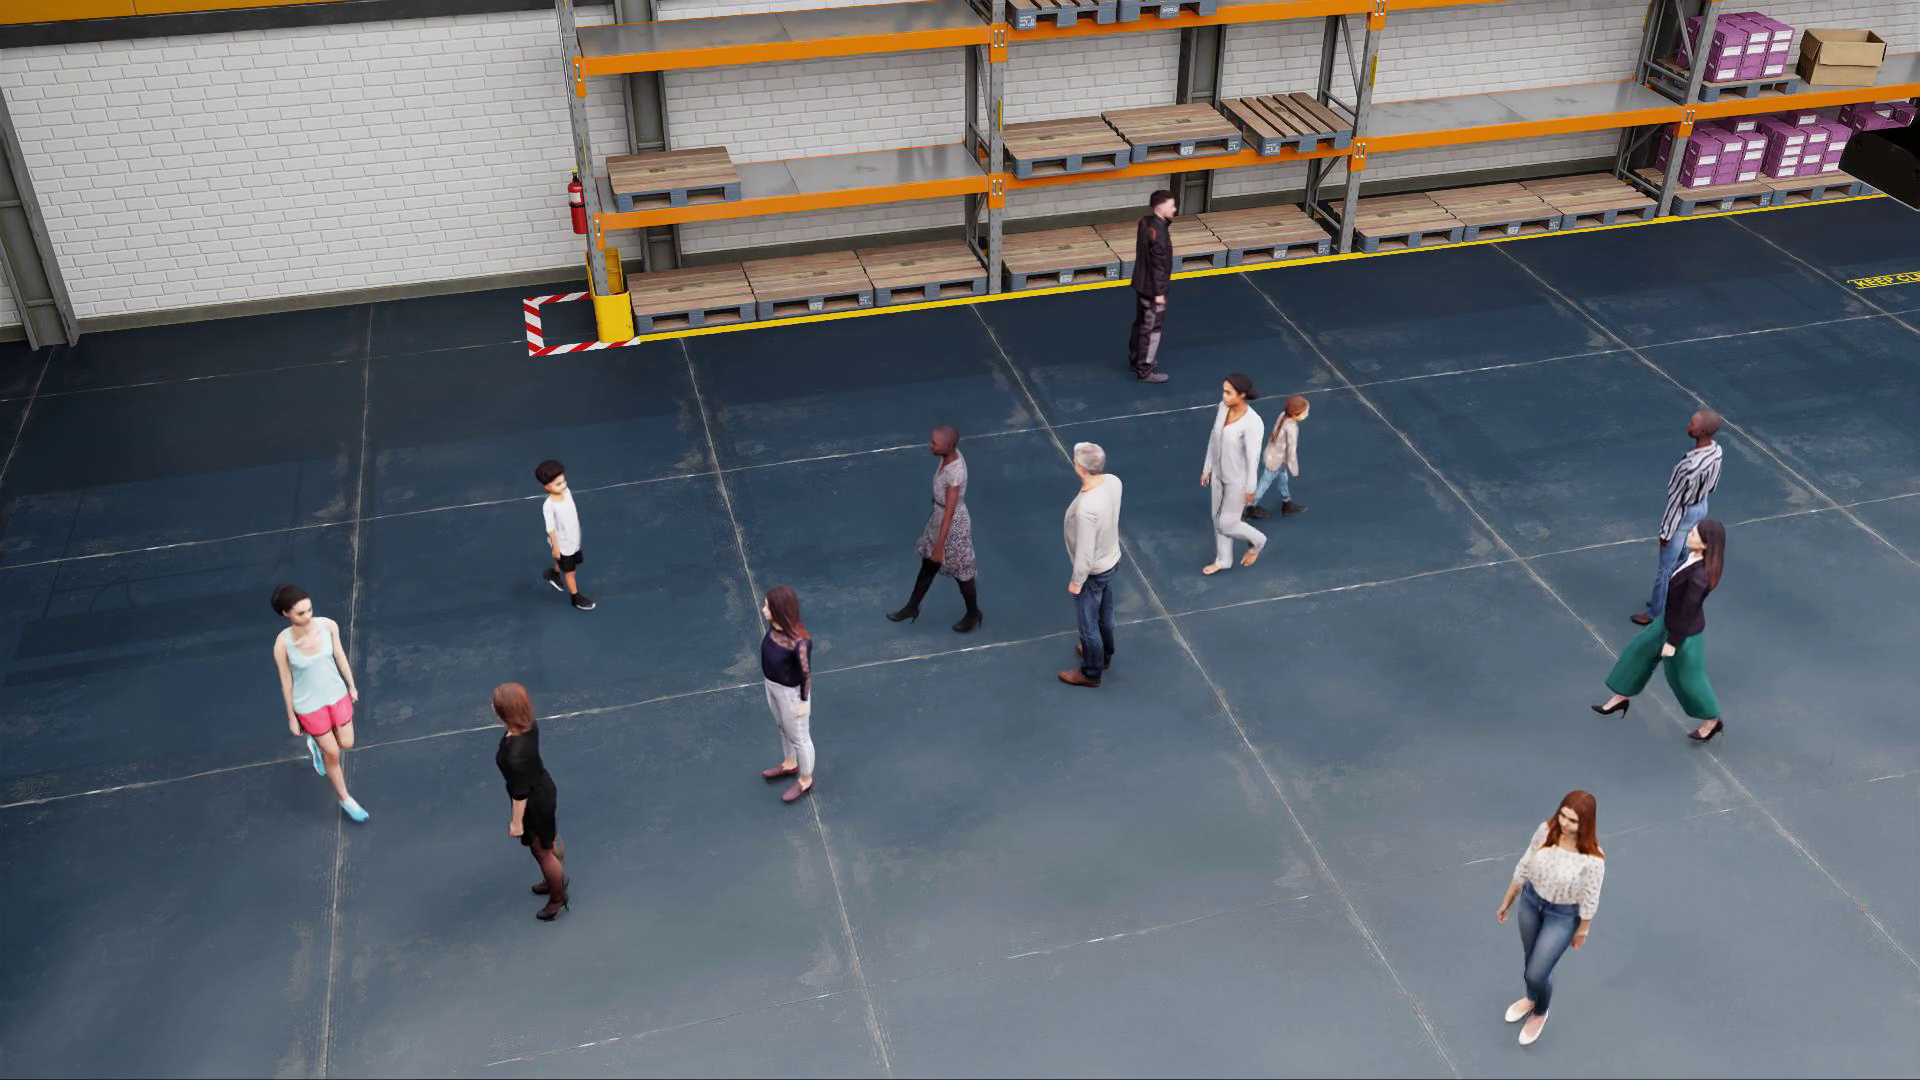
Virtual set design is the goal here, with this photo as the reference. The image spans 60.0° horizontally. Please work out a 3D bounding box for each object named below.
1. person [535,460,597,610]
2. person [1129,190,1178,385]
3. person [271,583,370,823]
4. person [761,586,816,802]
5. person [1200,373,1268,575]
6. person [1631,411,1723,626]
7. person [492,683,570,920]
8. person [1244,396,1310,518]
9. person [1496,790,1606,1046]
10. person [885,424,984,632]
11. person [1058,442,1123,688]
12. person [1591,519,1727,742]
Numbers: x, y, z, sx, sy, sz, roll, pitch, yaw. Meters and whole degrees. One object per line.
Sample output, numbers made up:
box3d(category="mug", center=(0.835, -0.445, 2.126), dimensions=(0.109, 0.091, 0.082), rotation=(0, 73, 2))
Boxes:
box3d(category="person", center=(-3.019, -0.057, 12.481), dimensions=(0.782, 1.251, 0.687), rotation=(11, 35, 15))
box3d(category="person", center=(1.781, -2.376, 15.427), dimensions=(0.625, 1.852, 0.732), rotation=(-6, 34, -8))
box3d(category="person", center=(-4.064, 0.987, 10.465), dimensions=(0.957, 1.744, 0.971), rotation=(29, 43, 36))
box3d(category="person", center=(-1.112, 0.968, 10.617), dimensions=(0.613, 1.607, 0.656), rotation=(-19, 38, -26))
box3d(category="person", center=(2.152, -0.516, 12.748), dimensions=(0.814, 1.720, 0.728), rotation=(-20, 38, -27))
box3d(category="person", center=(5.285, -0.146, 12.126), dimensions=(0.754, 1.793, 0.637), rotation=(27, 42, 35))
box3d(category="person", center=(-2.471, 1.526, 9.691), dimensions=(0.544, 1.703, 0.615), rotation=(-5, 34, -7))
box3d(category="person", center=(2.518, -0.668, 13.488), dimensions=(0.797, 1.154, 0.620), rotation=(-3, 34, -4))
box3d(category="person", center=(3.248, 1.971, 9.008), dimensions=(0.700, 1.718, 0.672), rotation=(-19, 38, -26))
box3d(category="person", center=(0.014, -0.054, 12.010), dimensions=(0.977, 1.768, 0.722), rotation=(-4, 34, -6))
box3d(category="person", center=(0.930, 0.172, 11.548), dimensions=(0.880, 1.903, 0.834), rotation=(16, 37, 22))
box3d(category="person", center=(4.860, 0.649, 11.015), dimensions=(1.161, 1.699, 1.011), rotation=(12, 35, 18))
